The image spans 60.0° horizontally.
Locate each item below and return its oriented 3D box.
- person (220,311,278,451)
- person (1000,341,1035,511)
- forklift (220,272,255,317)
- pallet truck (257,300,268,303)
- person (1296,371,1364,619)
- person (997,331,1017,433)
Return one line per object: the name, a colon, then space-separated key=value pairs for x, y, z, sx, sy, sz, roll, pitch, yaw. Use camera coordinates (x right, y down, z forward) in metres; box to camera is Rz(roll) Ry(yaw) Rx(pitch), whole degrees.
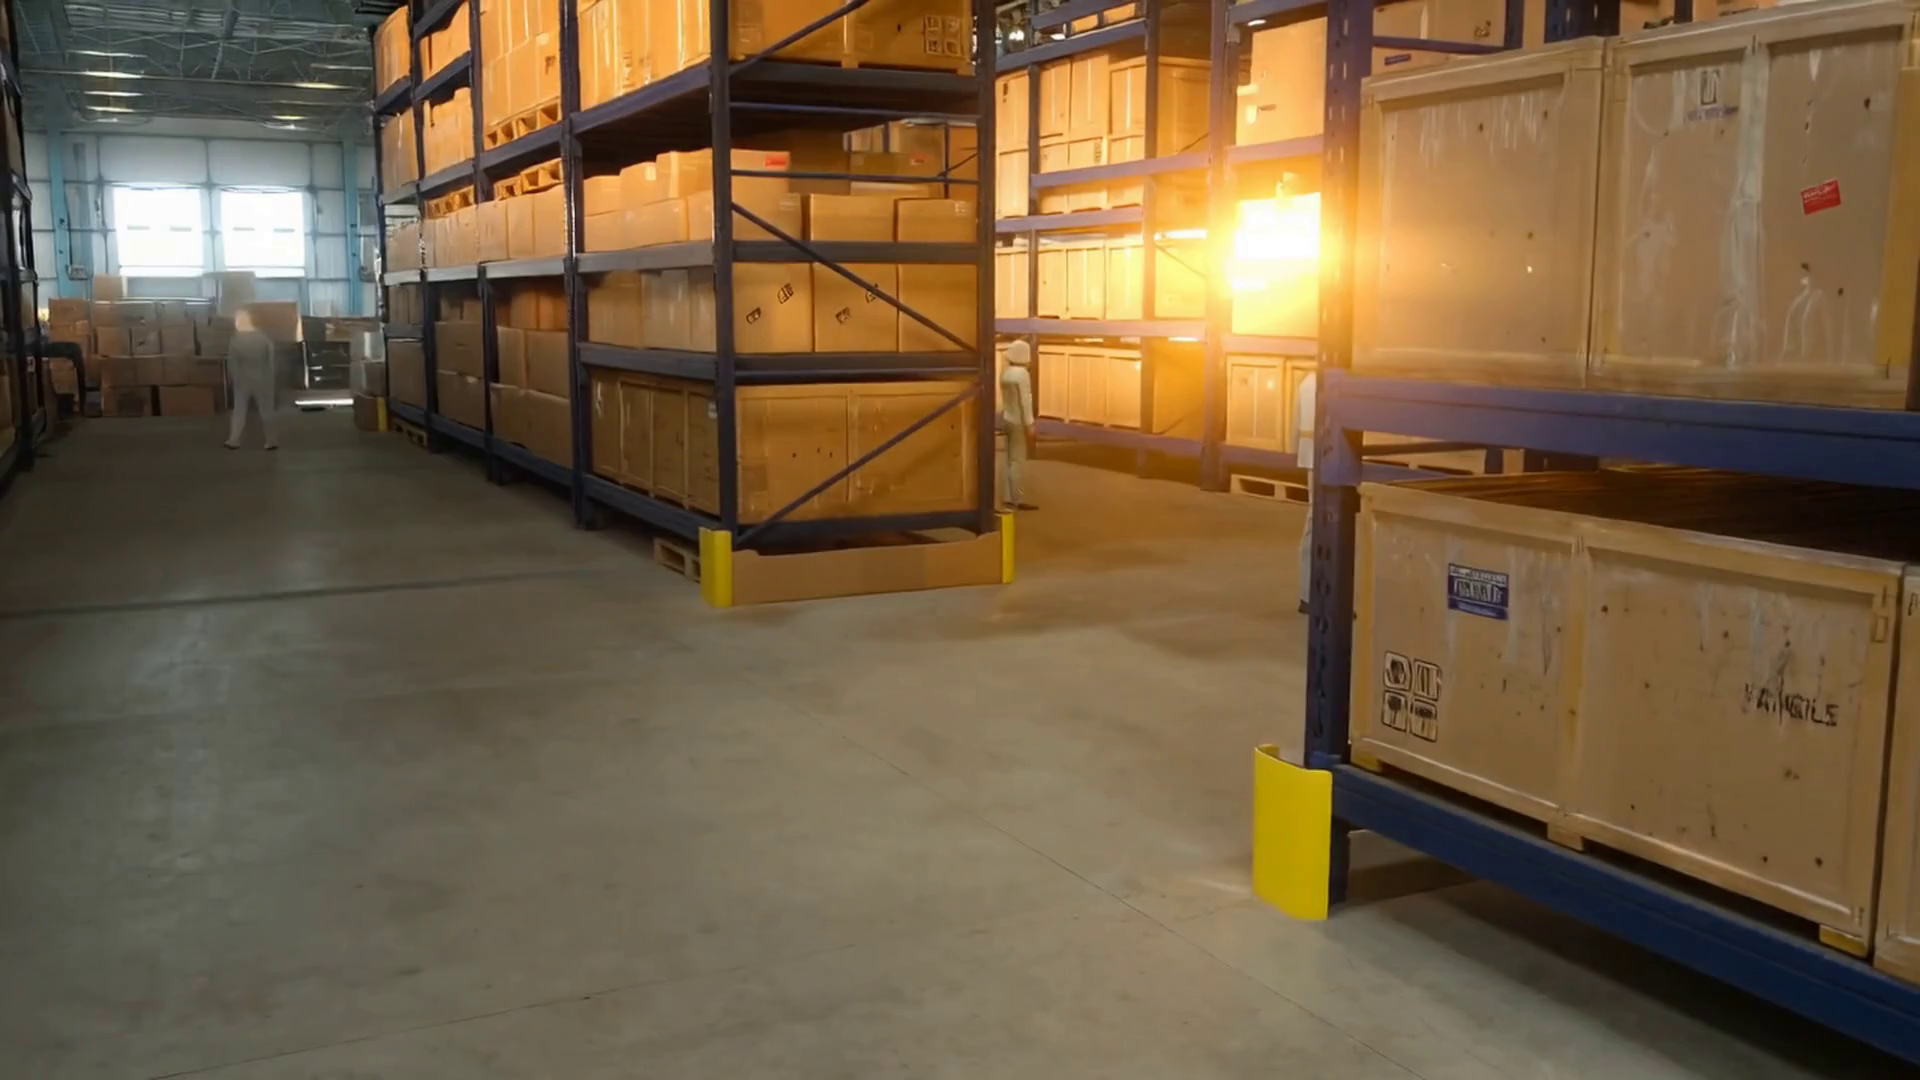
person: x=-9.514 y=-2.116 z=22.199 sx=0.991 sy=1.859 sz=0.656 roll=6 pitch=10 yaw=35
person: x=0.554 y=-1.083 z=15.879 sx=0.318 sy=1.624 sz=0.523 roll=-3 pitch=9 yaw=-22
forklift: x=-21.600 y=-6.650 z=49.942 sx=1.873 sy=2.768 sz=1.129 roll=6 pitch=10 yaw=36
pallet truck: x=-23.913 y=-7.404 z=58.171 sx=1.885 sy=1.965 sz=0.823 roll=-1 pitch=8 yaw=-9
person: x=2.341 y=-0.420 z=10.531 sx=0.374 sy=1.843 sz=0.573 roll=-4 pitch=9 yaw=-26
person: x=0.714 y=-2.341 z=24.497 sx=0.308 sy=1.636 sz=0.524 roll=-4 pitch=9 yaw=-26
